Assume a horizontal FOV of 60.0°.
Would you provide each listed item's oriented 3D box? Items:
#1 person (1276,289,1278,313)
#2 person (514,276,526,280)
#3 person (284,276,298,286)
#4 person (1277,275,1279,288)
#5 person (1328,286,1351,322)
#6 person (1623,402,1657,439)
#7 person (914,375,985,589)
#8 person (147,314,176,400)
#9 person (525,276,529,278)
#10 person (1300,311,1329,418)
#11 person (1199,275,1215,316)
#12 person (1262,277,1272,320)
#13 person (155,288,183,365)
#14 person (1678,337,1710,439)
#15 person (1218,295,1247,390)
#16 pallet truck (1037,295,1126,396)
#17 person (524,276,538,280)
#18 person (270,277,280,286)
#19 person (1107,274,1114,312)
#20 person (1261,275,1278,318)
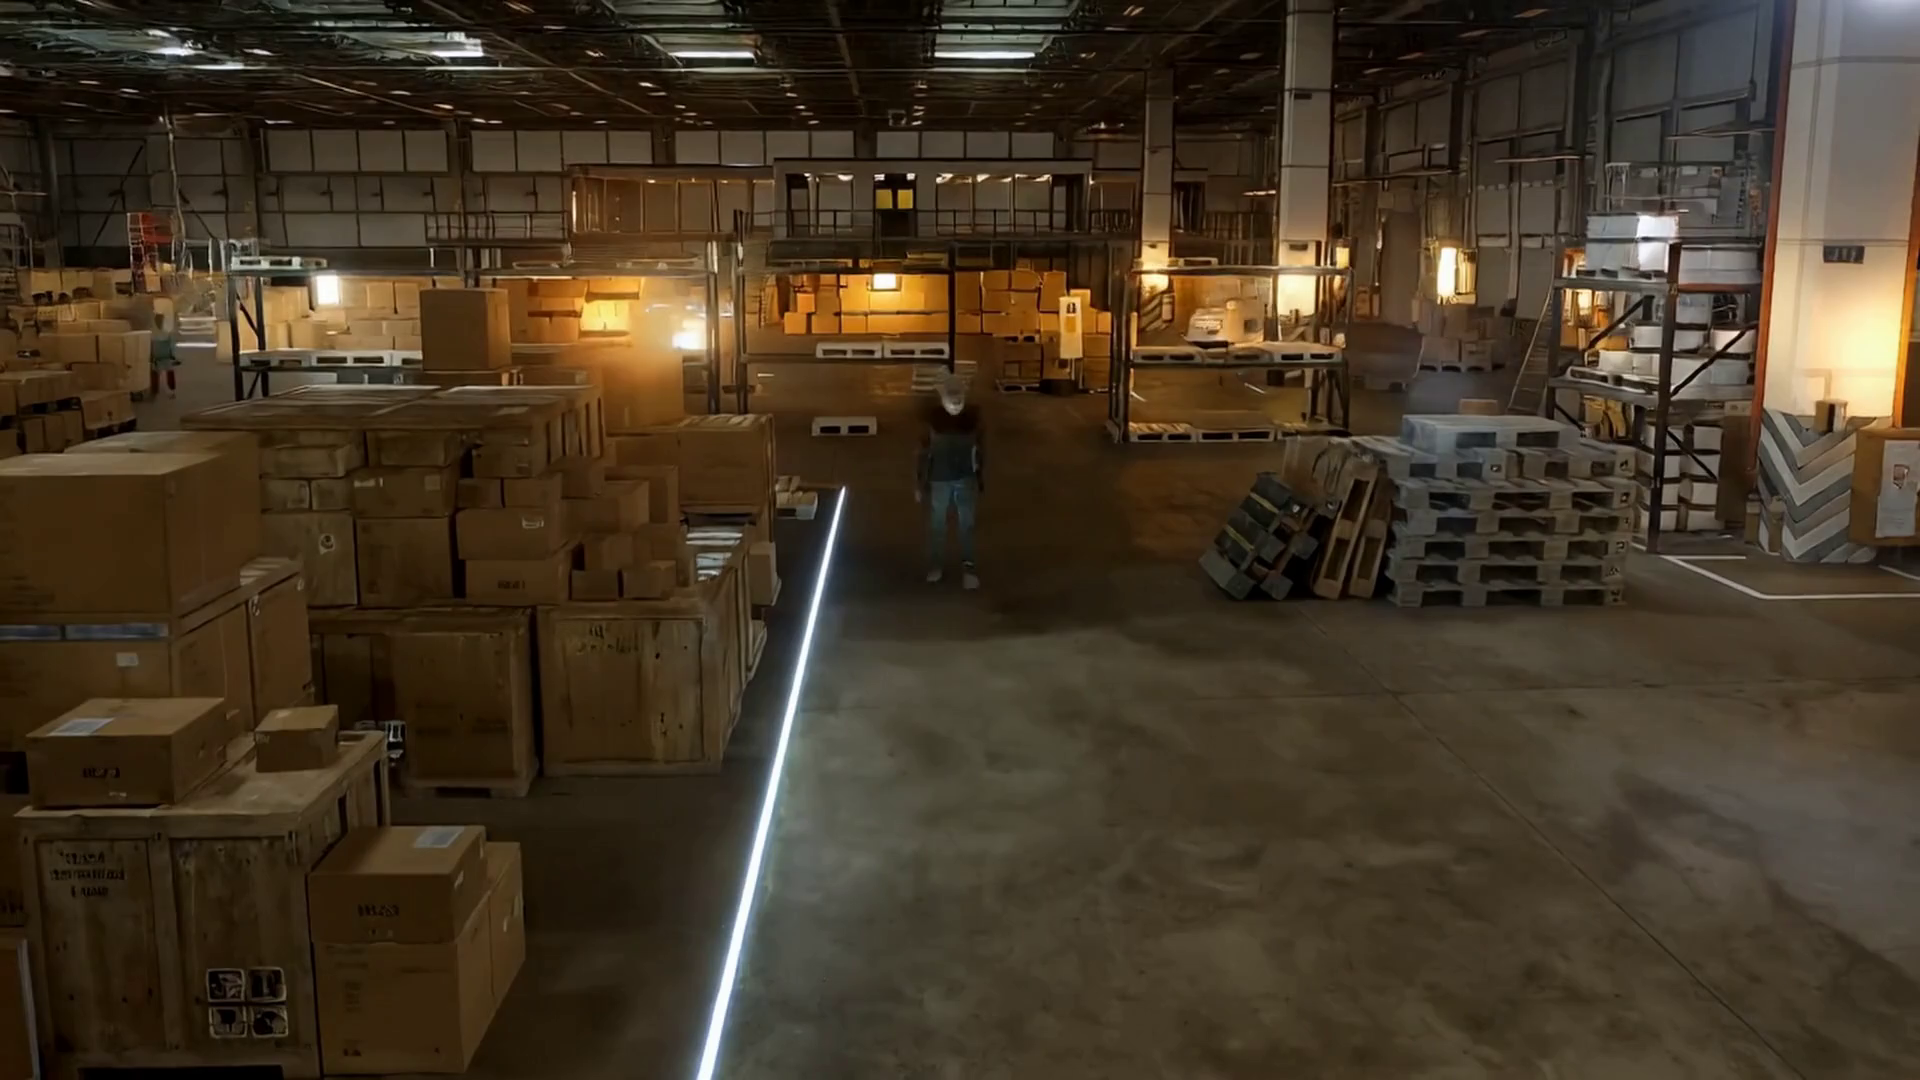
[{"bbox_3d":[10.264,-7.380,52.725,1.020,1.947,0.628,-2,10,-13],"label":"person"},{"bbox_3d":[-18.705,-10.618,70.842,0.546,1.914,0.722,-3,11,-17],"label":"person"},{"bbox_3d":[-28.486,-10.594,70.777,0.574,1.883,0.355,0,10,-1],"label":"person"},{"bbox_3d":[14.193,-11.421,75.274,0.617,1.926,0.769,1,10,8],"label":"person"},{"bbox_3d":[10.609,-6.167,46.318,0.698,1.812,0.454,4,11,22],"label":"person"},{"bbox_3d":[8.521,-1.545,20.773,0.485,1.738,0.307,0,10,-1],"label":"person"},{"bbox_3d":[-0.089,-0.507,14.653,0.650,1.887,0.848,-2,10,-13],"label":"person"},{"bbox_3d":[-15.315,-3.499,31.845,0.546,1.647,0.881,0,10,-3],"label":"person"},{"bbox_3d":[-20.694,-12.156,79.438,0.610,1.885,0.902,-5,11,-27],"label":"person"},{"bbox_3d":[6.122,-3.025,28.666,0.519,1.865,0.328,0,10,-1],"label":"person"},{"bbox_3d":[10.122,-10.072,68.138,0.978,1.794,0.645,-8,13,-39],"label":"person"},{"bbox_3d":[12.039,-9.431,64.815,0.533,1.697,0.319,0,10,-1],"label":"person"},{"bbox_3d":[-19.458,-5.226,40.791,0.640,1.920,0.833,3,11,16],"label":"person"},{"bbox_3d":[9.306,-1.682,21.271,0.535,1.832,0.533,-8,13,-39],"label":"person"},{"bbox_3d":[5.571,-4.010,33.888,0.652,1.956,0.730,-2,10,-11],"label":"person"},{"bbox_3d":[2.483,-3.881,33.060,1.885,1.965,0.823,-7,13,-36],"label":"pallet truck"},{"bbox_3d":[-15.815,-8.981,61.365,0.605,2.036,0.388,0,10,-1],"label":"person"},{"bbox_3d":[-19.618,-6.554,47.833,0.690,2.000,0.537,2,10,8],"label":"person"},{"bbox_3d":[5.928,-9.693,66.089,0.529,1.765,0.327,-6,12,-31],"label":"person"},{"bbox_3d":[11.620,-9.125,62.497,0.583,1.913,0.551,-6,12,-29],"label":"person"}]
